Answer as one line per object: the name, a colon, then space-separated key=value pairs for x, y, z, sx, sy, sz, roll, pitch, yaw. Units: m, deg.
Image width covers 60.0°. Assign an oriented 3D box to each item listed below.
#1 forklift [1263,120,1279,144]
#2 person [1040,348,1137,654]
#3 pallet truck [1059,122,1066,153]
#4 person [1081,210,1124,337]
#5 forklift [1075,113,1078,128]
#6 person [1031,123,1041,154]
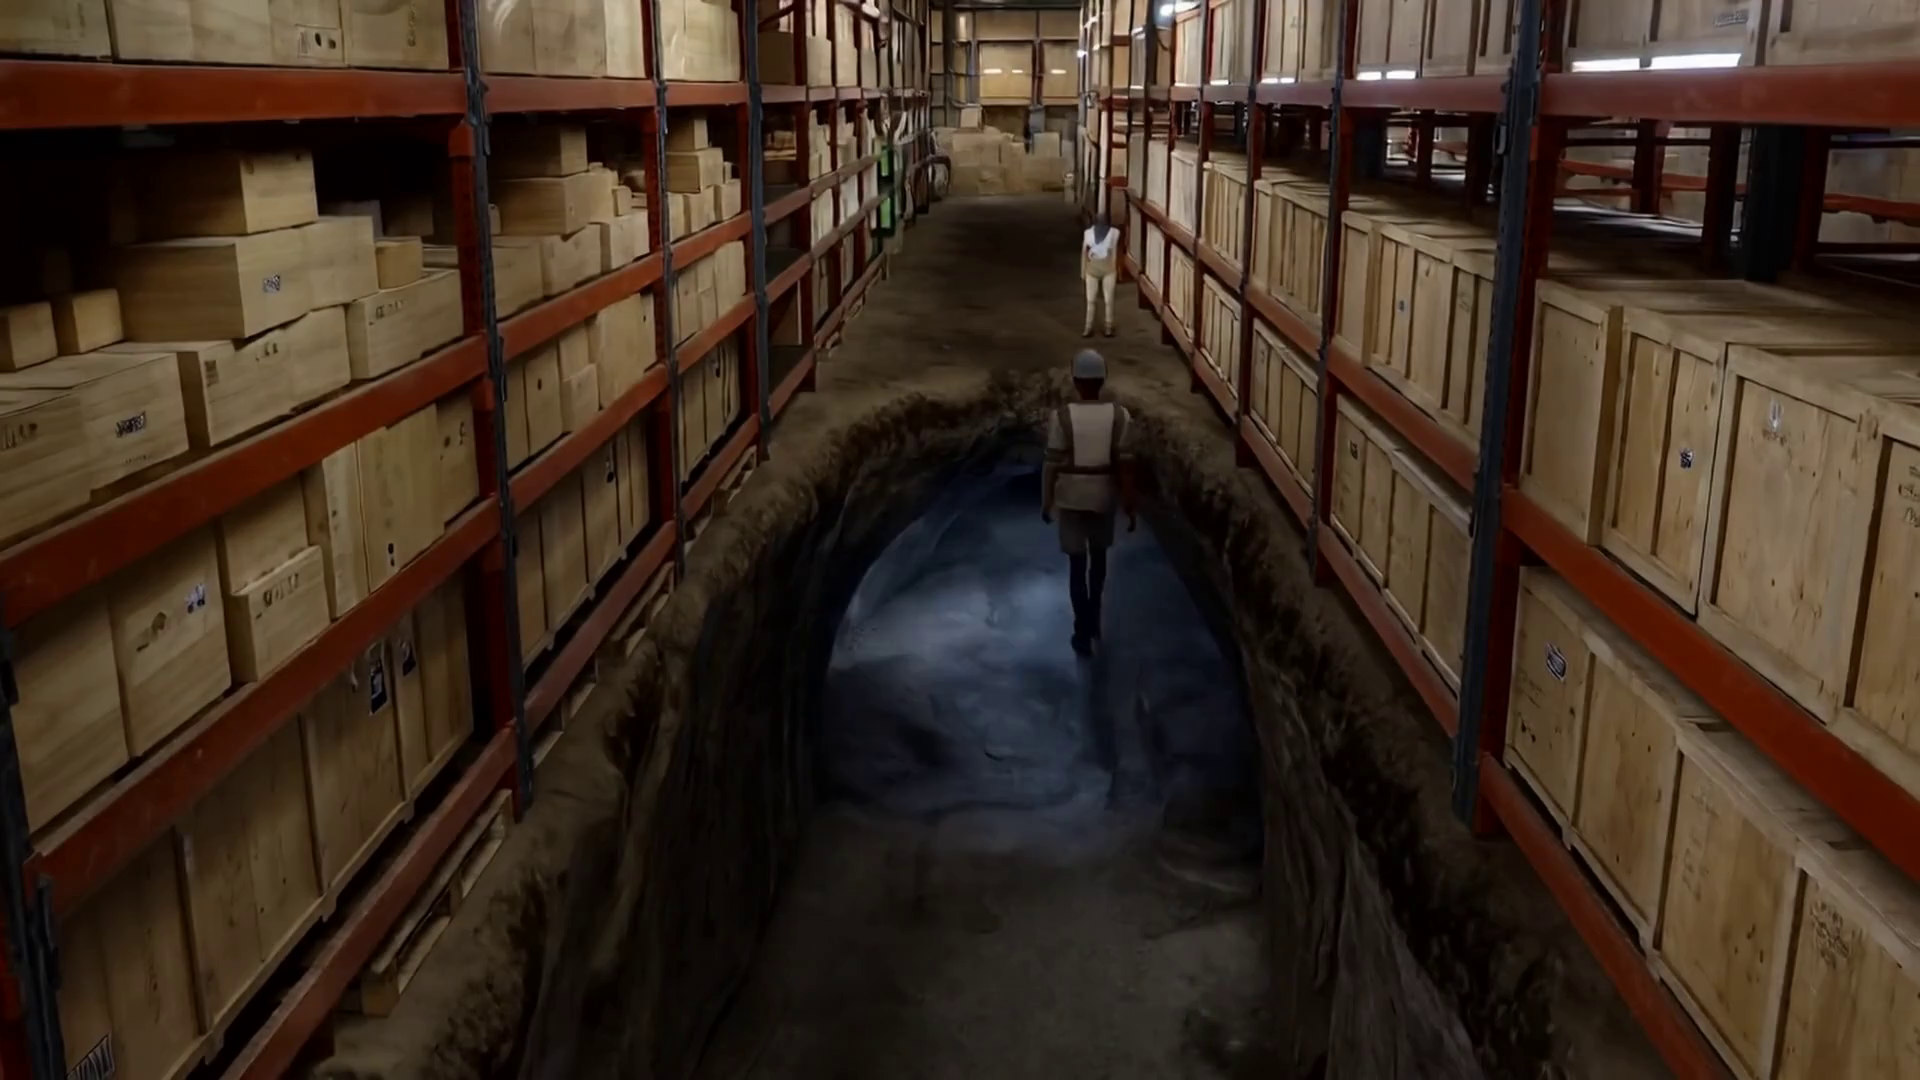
forklift: x=7.704 y=-9.234 z=42.148 sx=1.129 sy=2.768 sz=1.873 roll=0 pitch=15 yaw=2
person: x=0.807 y=-0.285 z=10.704 sx=0.594 sy=1.896 sz=0.907 roll=-2 pitch=15 yaw=-6
pallet truck: x=5.788 y=-21.111 z=88.014 sx=1.885 sy=1.965 sz=0.823 roll=5 pitch=16 yaw=18
person: x=2.057 y=-3.878 z=24.204 sx=0.624 sy=1.837 sz=0.430 roll=6 pitch=16 yaw=21
forklift: x=5.700 y=-18.391 z=76.217 sx=1.129 sy=2.768 sz=1.873 roll=-1 pitch=15 yaw=-4
person: x=4.004 y=-20.970 z=87.647 sx=0.587 sy=1.922 sz=0.390 roll=9 pitch=17 yaw=29
